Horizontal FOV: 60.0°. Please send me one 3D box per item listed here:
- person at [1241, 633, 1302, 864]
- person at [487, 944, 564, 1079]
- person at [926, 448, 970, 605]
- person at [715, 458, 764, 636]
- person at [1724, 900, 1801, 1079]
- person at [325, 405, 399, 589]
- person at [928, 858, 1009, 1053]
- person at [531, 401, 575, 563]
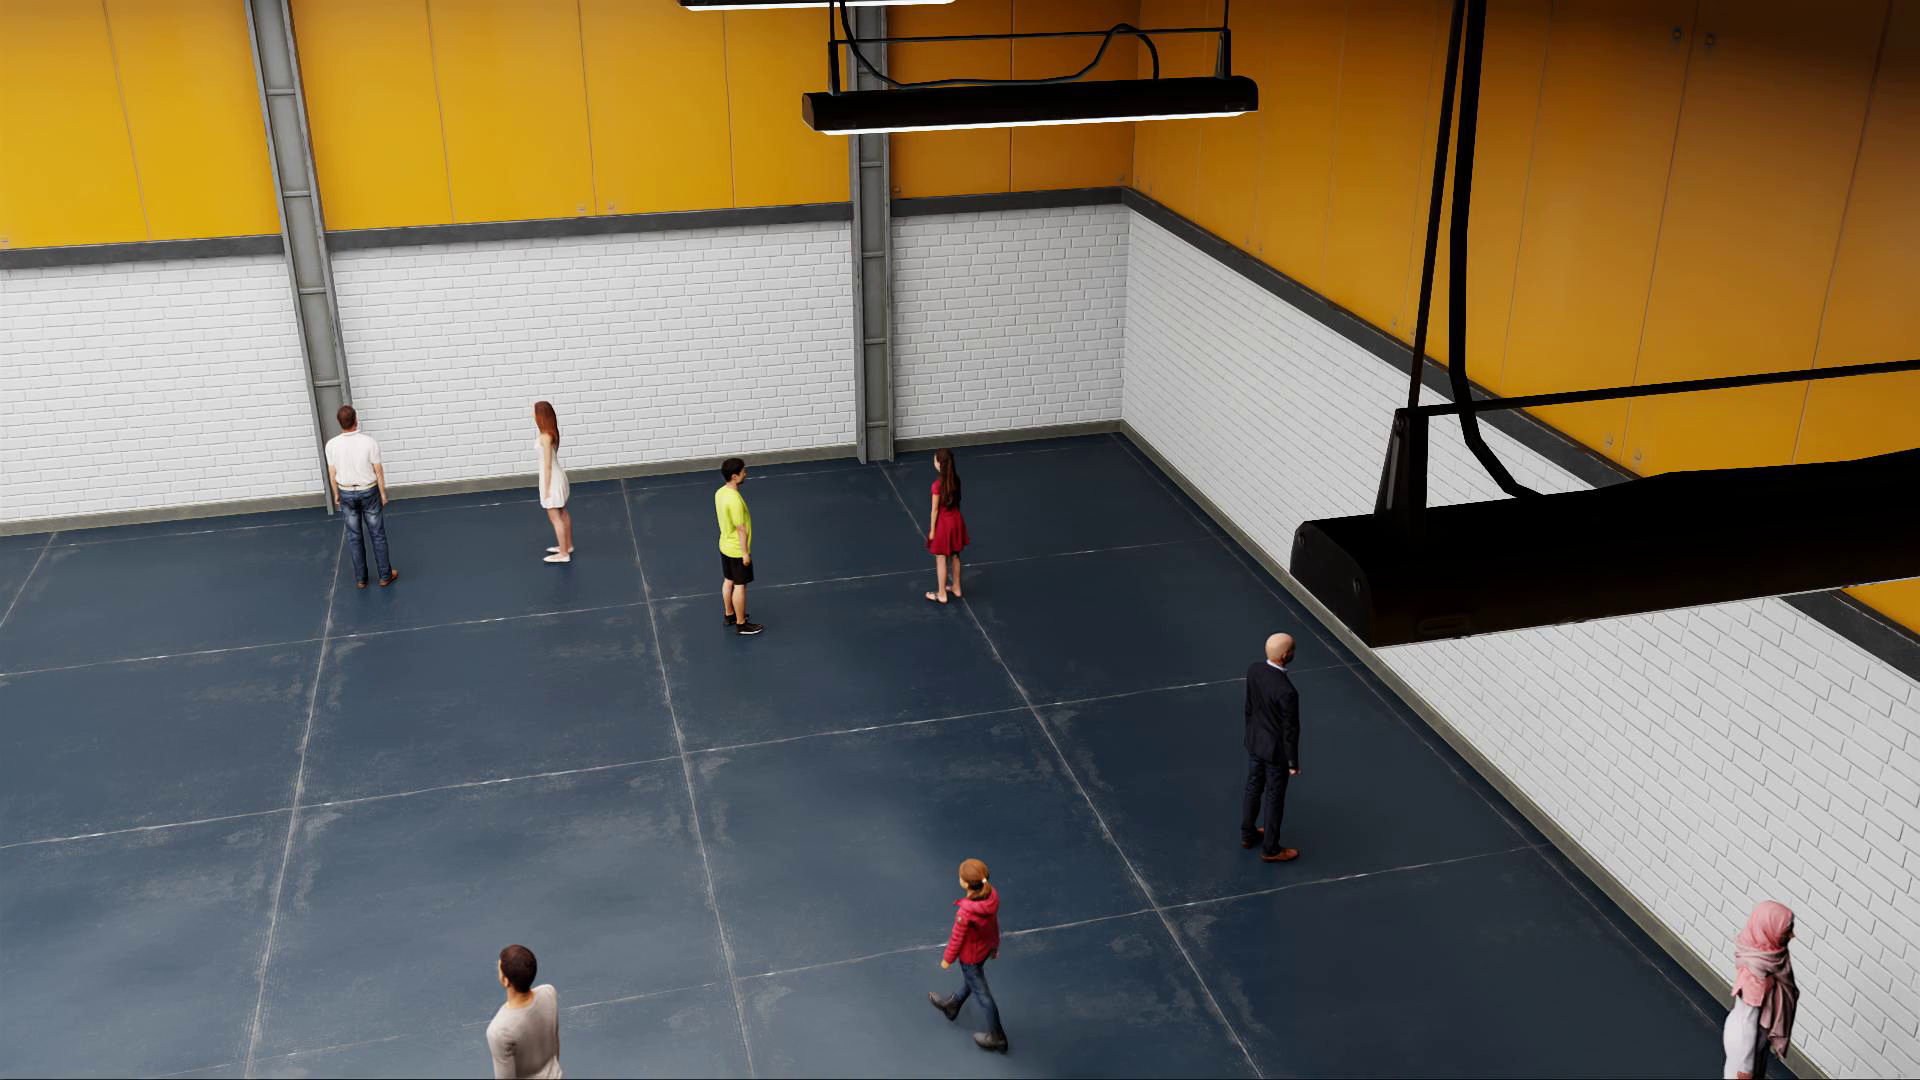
[{"bbox_3d":[2.245,1.485,12.026,0.681,1.800,0.735,-13,27,-28],"label":"person"},{"bbox_3d":[-2.229,2.903,8.698,0.781,1.868,0.741,10,26,22],"label":"person"},{"bbox_3d":[-0.127,-0.150,16.077,0.737,1.551,0.675,20,30,38],"label":"person"},{"bbox_3d":[-2.089,0.044,15.437,0.618,1.708,0.683,-13,27,-28],"label":"person"},{"bbox_3d":[4.318,2.751,9.127,0.793,1.804,0.743,11,26,24],"label":"person"},{"bbox_3d":[-5.904,-0.428,16.336,0.541,1.854,0.737,-3,24,-7],"label":"person"},{"bbox_3d":[0.156,2.567,10.187,0.902,1.290,0.833,12,26,25],"label":"person"},{"bbox_3d":[-4.137,-0.609,16.931,0.572,1.709,0.599,-1,24,-3],"label":"person"}]
